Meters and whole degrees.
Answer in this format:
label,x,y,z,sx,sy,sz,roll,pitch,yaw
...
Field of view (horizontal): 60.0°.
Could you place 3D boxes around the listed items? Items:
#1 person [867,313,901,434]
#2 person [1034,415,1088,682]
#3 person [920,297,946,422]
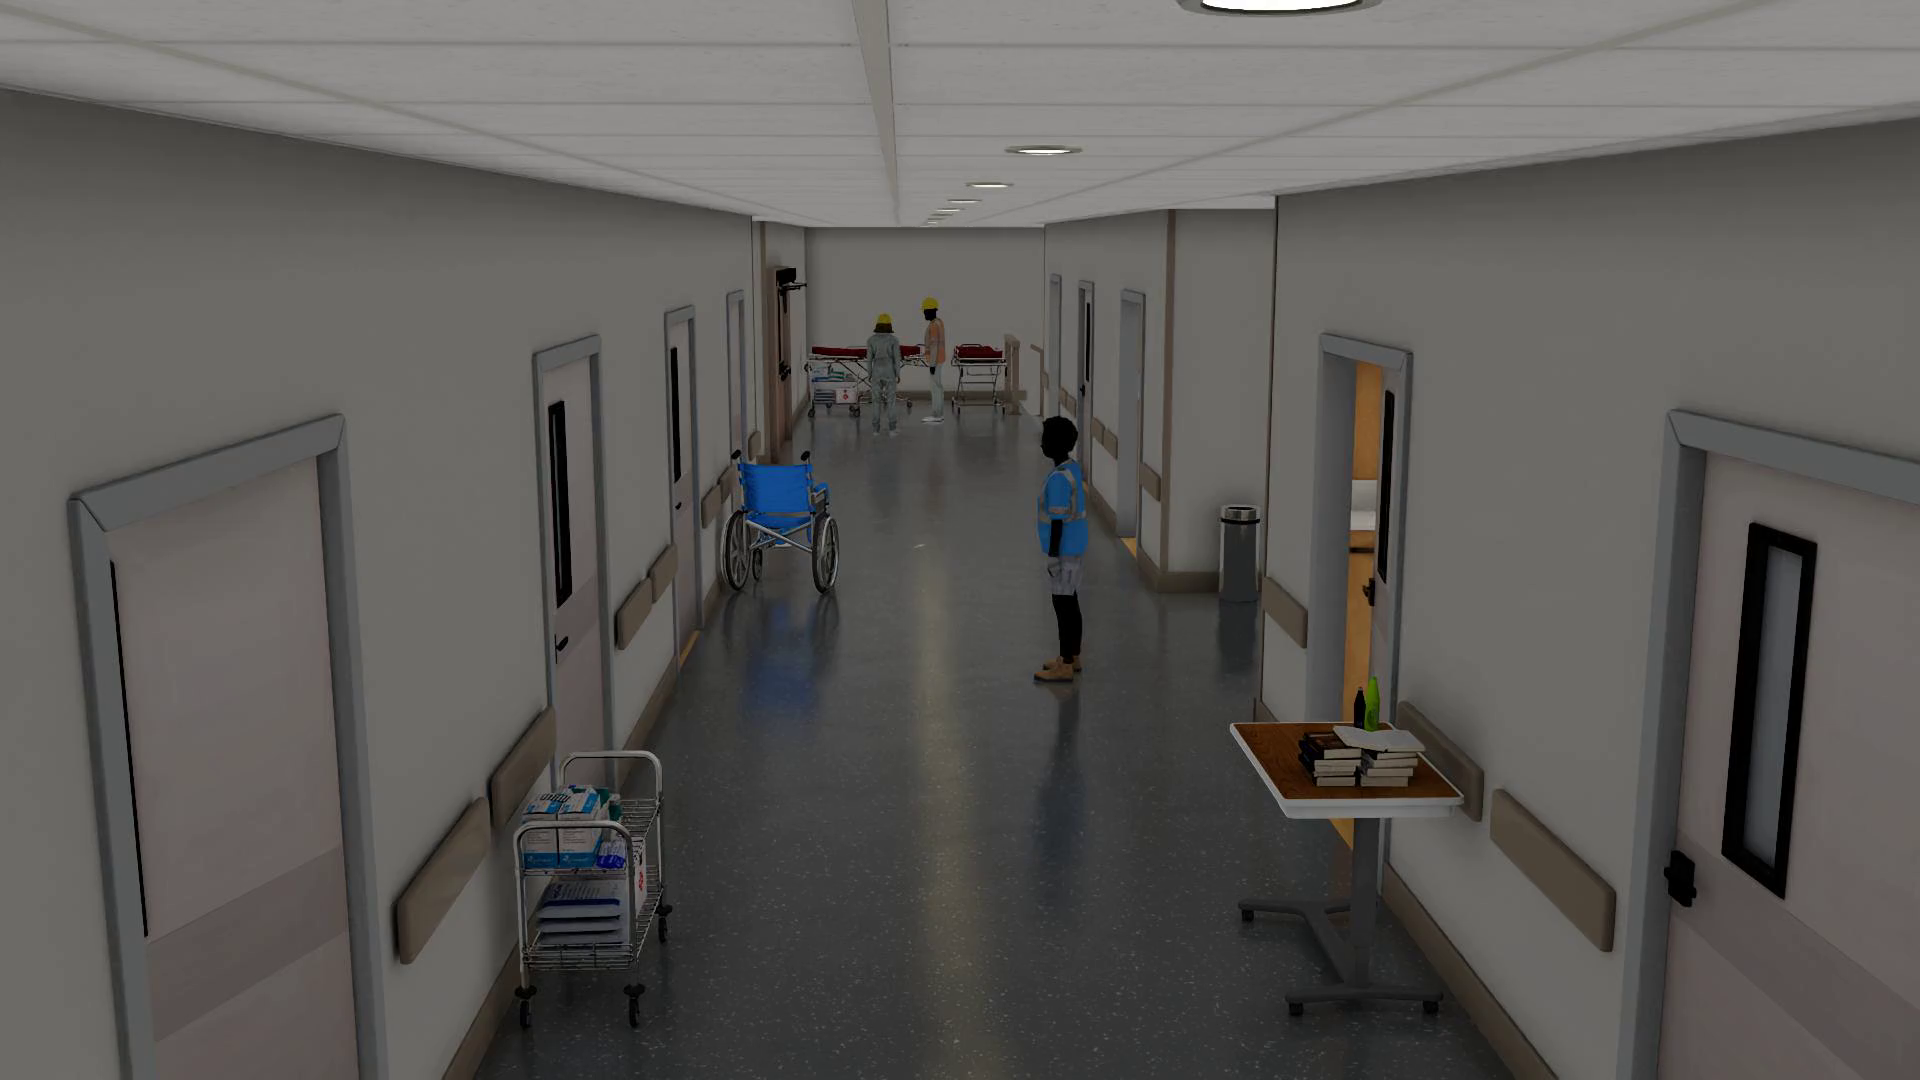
label,x,y,z,sx,sy,sz,roll,pitch,yaw
person,-1.098,-2.402,24.075,0.492,1.740,0.325,2,10,10
person,0.645,0.058,10.515,0.319,1.694,0.535,2,10,13
person,-0.420,-2.778,25.687,0.394,1.918,0.585,1,10,4
